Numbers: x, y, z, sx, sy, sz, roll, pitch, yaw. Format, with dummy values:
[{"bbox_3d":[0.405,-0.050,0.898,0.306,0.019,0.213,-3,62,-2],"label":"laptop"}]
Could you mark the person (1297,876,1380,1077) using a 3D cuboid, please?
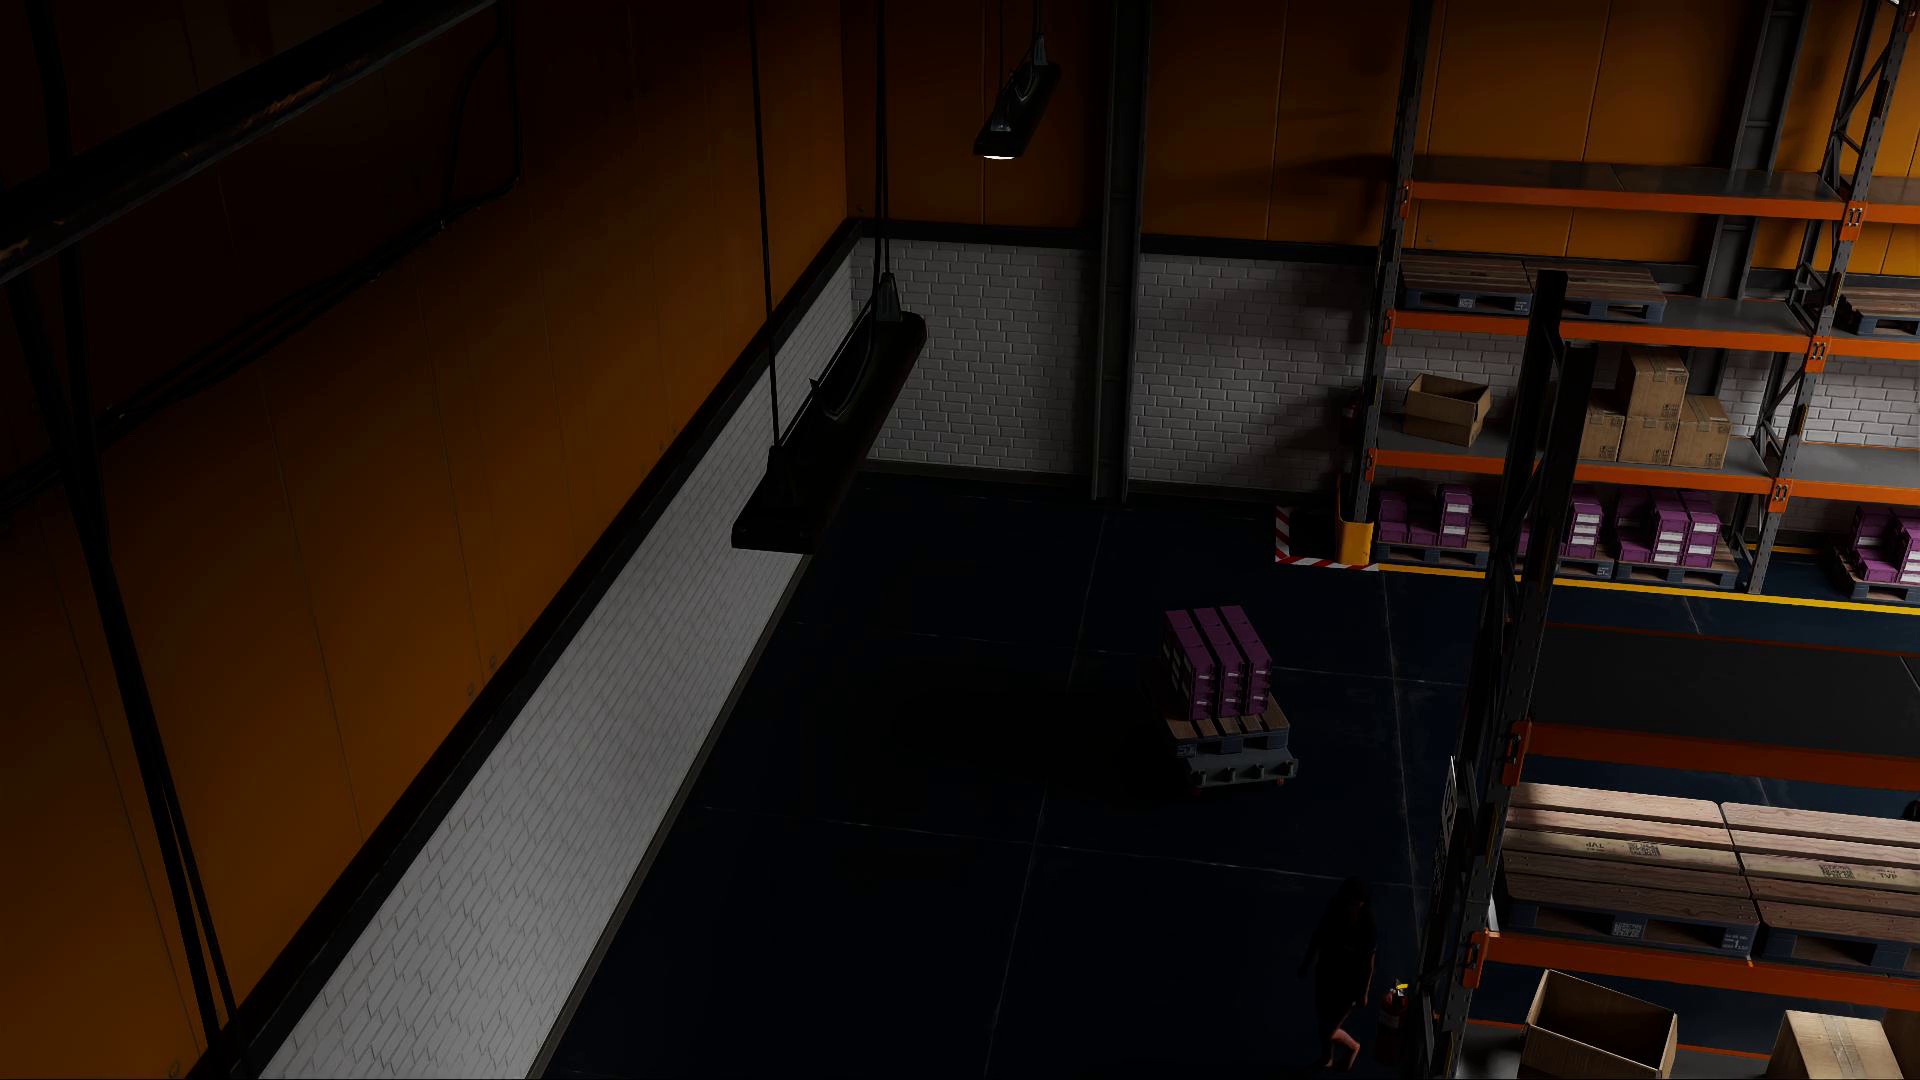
[{"bbox_3d":[2.570,2.854,10.944,0.829,1.753,0.775,-14,32,-24],"label":"person"}]
